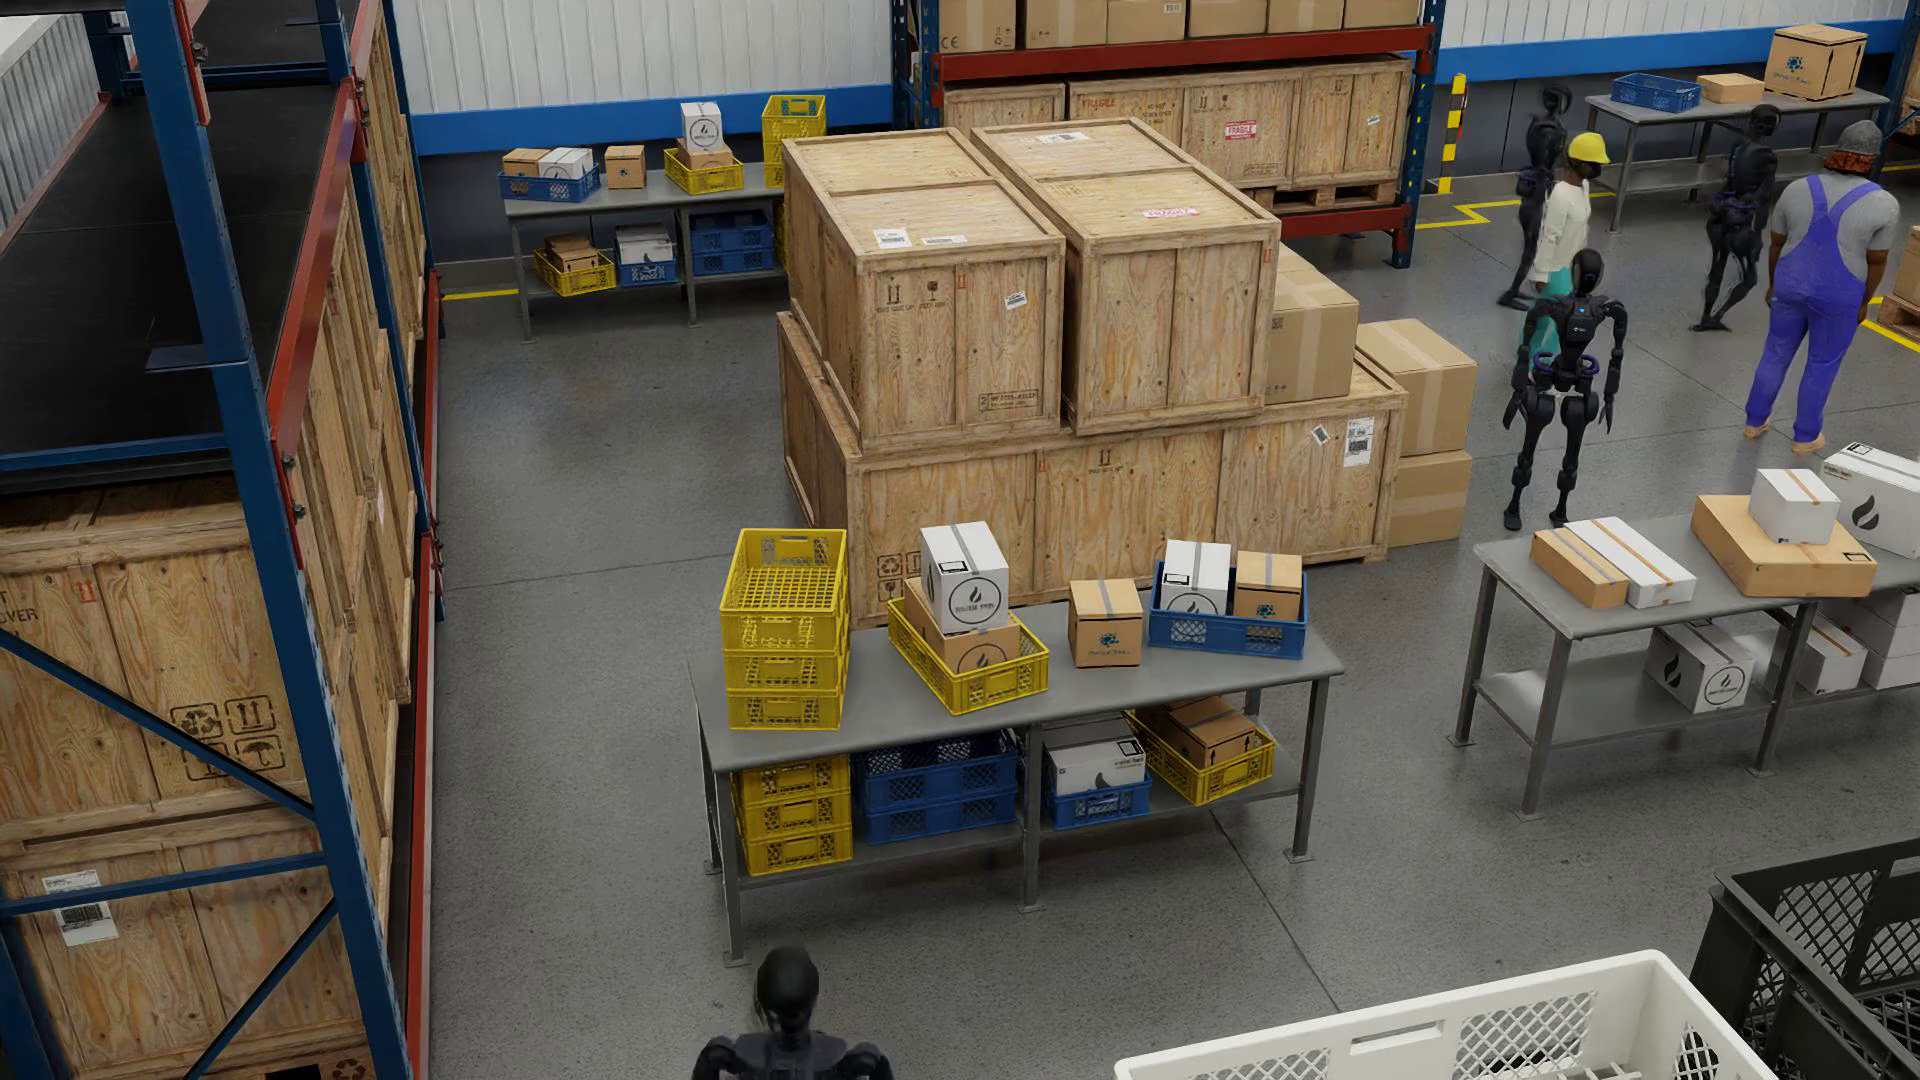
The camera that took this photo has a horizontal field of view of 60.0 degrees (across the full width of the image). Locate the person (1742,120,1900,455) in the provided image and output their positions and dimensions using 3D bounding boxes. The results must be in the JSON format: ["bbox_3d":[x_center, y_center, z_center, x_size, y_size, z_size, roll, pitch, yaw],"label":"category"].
[{"bbox_3d":[5.227,-1.540,10.078,0.535,2.000,0.683,-24,37,-37],"label":"person"}]

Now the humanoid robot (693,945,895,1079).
[{"bbox_3d":[-0.401,1.747,4.487,0.585,1.642,0.416,4,29,8],"label":"humanoid robot"}]

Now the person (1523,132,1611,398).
[{"bbox_3d":[3.943,-1.764,10.772,0.490,1.747,0.552,18,34,29],"label":"person"}]

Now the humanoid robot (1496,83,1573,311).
[{"bbox_3d":[4.275,-2.513,12.241,0.432,1.659,0.597,10,30,17],"label":"humanoid robot"}]

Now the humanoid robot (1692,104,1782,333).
[{"bbox_3d":[5.516,-2.244,11.732,0.382,1.652,0.603,-6,29,-10],"label":"humanoid robot"}]

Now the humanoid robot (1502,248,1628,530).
[{"bbox_3d":[3.298,-0.804,9.112,0.579,1.652,0.308,5,29,8],"label":"humanoid robot"}]
